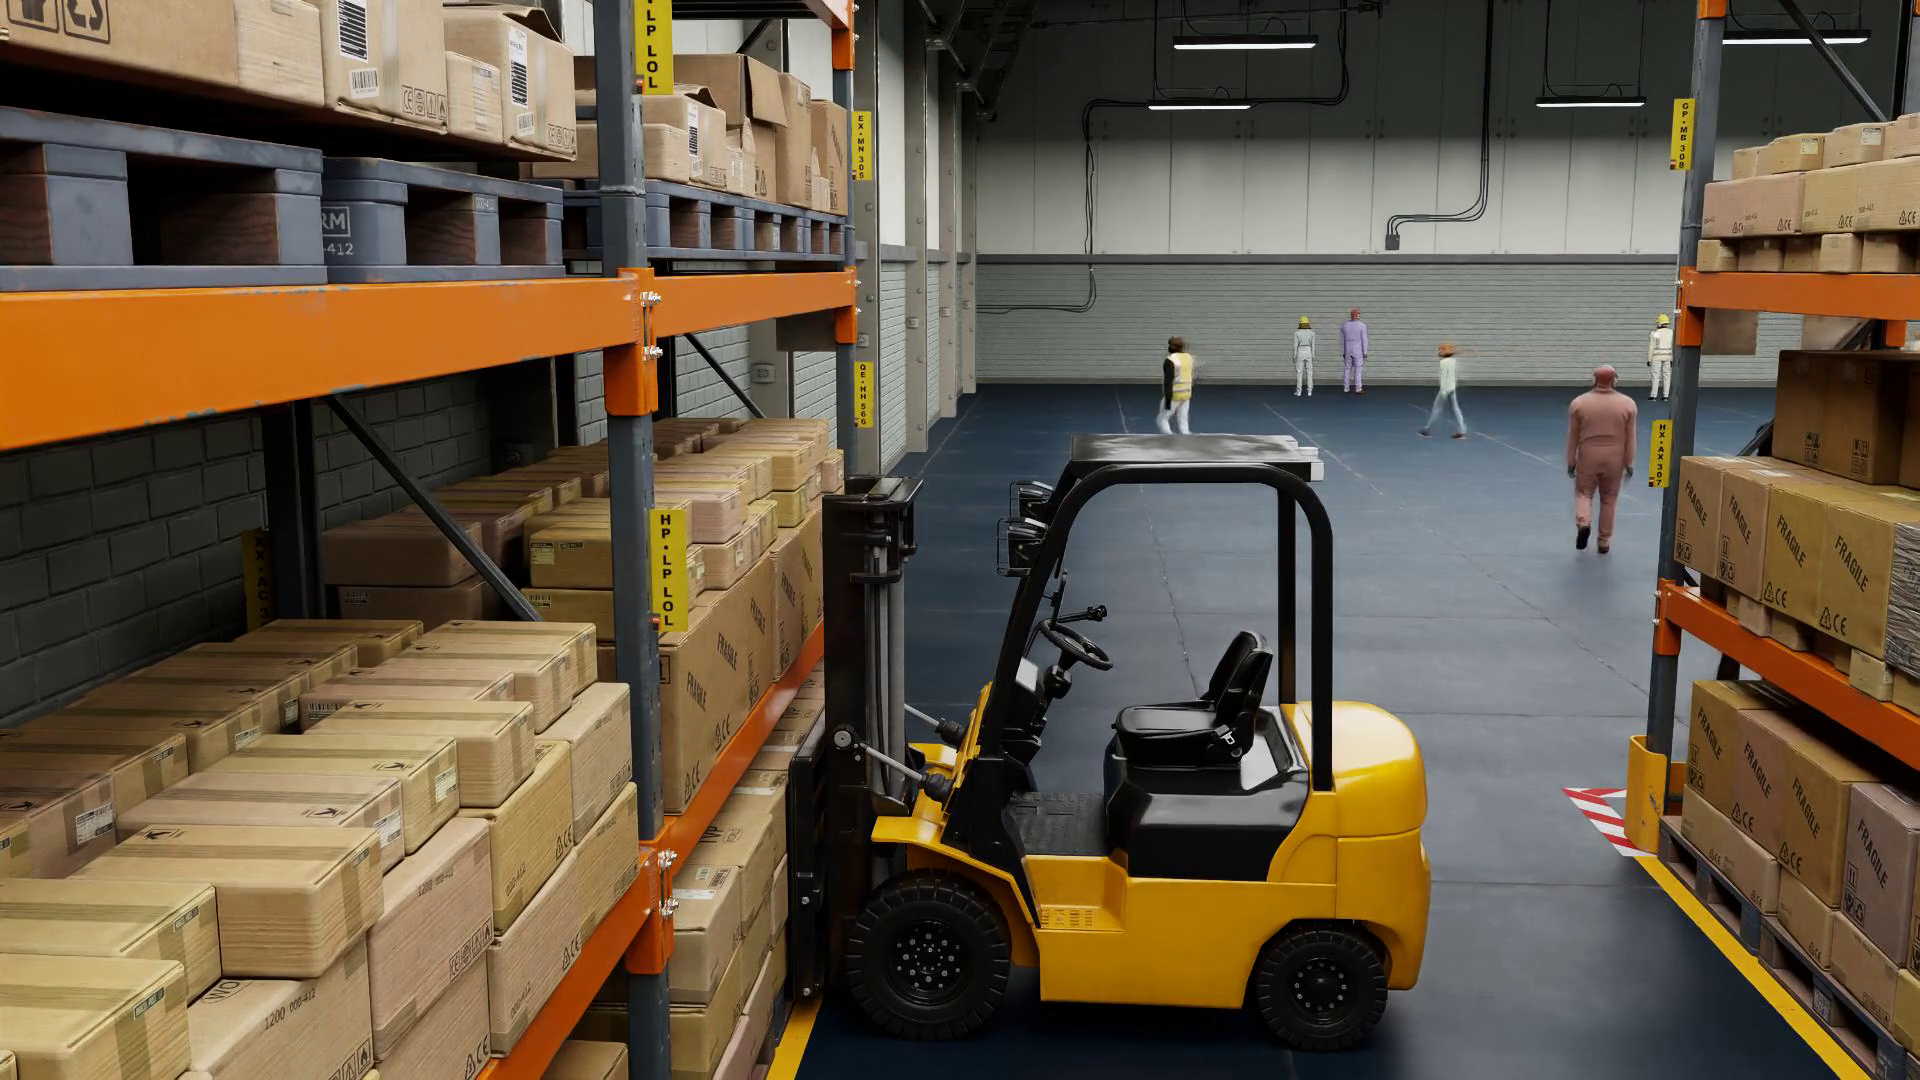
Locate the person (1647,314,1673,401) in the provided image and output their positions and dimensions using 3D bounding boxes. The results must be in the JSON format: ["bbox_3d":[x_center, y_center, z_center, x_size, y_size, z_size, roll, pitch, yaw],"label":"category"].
[{"bbox_3d":[14.818,-3.845,35.158,0.596,1.837,0.404,-1,9,-3],"label":"person"}]

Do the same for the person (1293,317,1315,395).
[{"bbox_3d":[7.591,-4.061,36.758,0.487,1.740,0.313,0,9,-1],"label":"person"}]

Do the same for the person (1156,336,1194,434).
[{"bbox_3d":[3.190,-2.112,24.706,0.644,1.828,0.530,-9,13,-42],"label":"person"}]

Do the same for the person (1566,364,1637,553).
[{"bbox_3d":[6.359,-0.792,16.512,0.648,1.892,0.520,4,10,20],"label":"person"}]

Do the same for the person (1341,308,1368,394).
[{"bbox_3d":[8.819,-4.207,37.130,0.642,1.913,0.409,9,13,42],"label":"person"}]

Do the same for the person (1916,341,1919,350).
[{"bbox_3d":[19.065,-3.383,33.032,0.463,1.603,0.542,2,10,14],"label":"person"}]

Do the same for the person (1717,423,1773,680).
[{"bbox_3d":[4.722,0.275,9.801,0.362,1.962,0.614,-8,12,-39],"label":"person"}]

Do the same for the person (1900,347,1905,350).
[{"bbox_3d":[14.410,-2.220,25.642,0.895,1.716,0.554,-5,10,-26],"label":"person"}]

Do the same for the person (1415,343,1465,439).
[{"bbox_3d":[8.041,-2.478,27.627,0.862,1.583,0.527,8,12,41],"label":"person"}]
